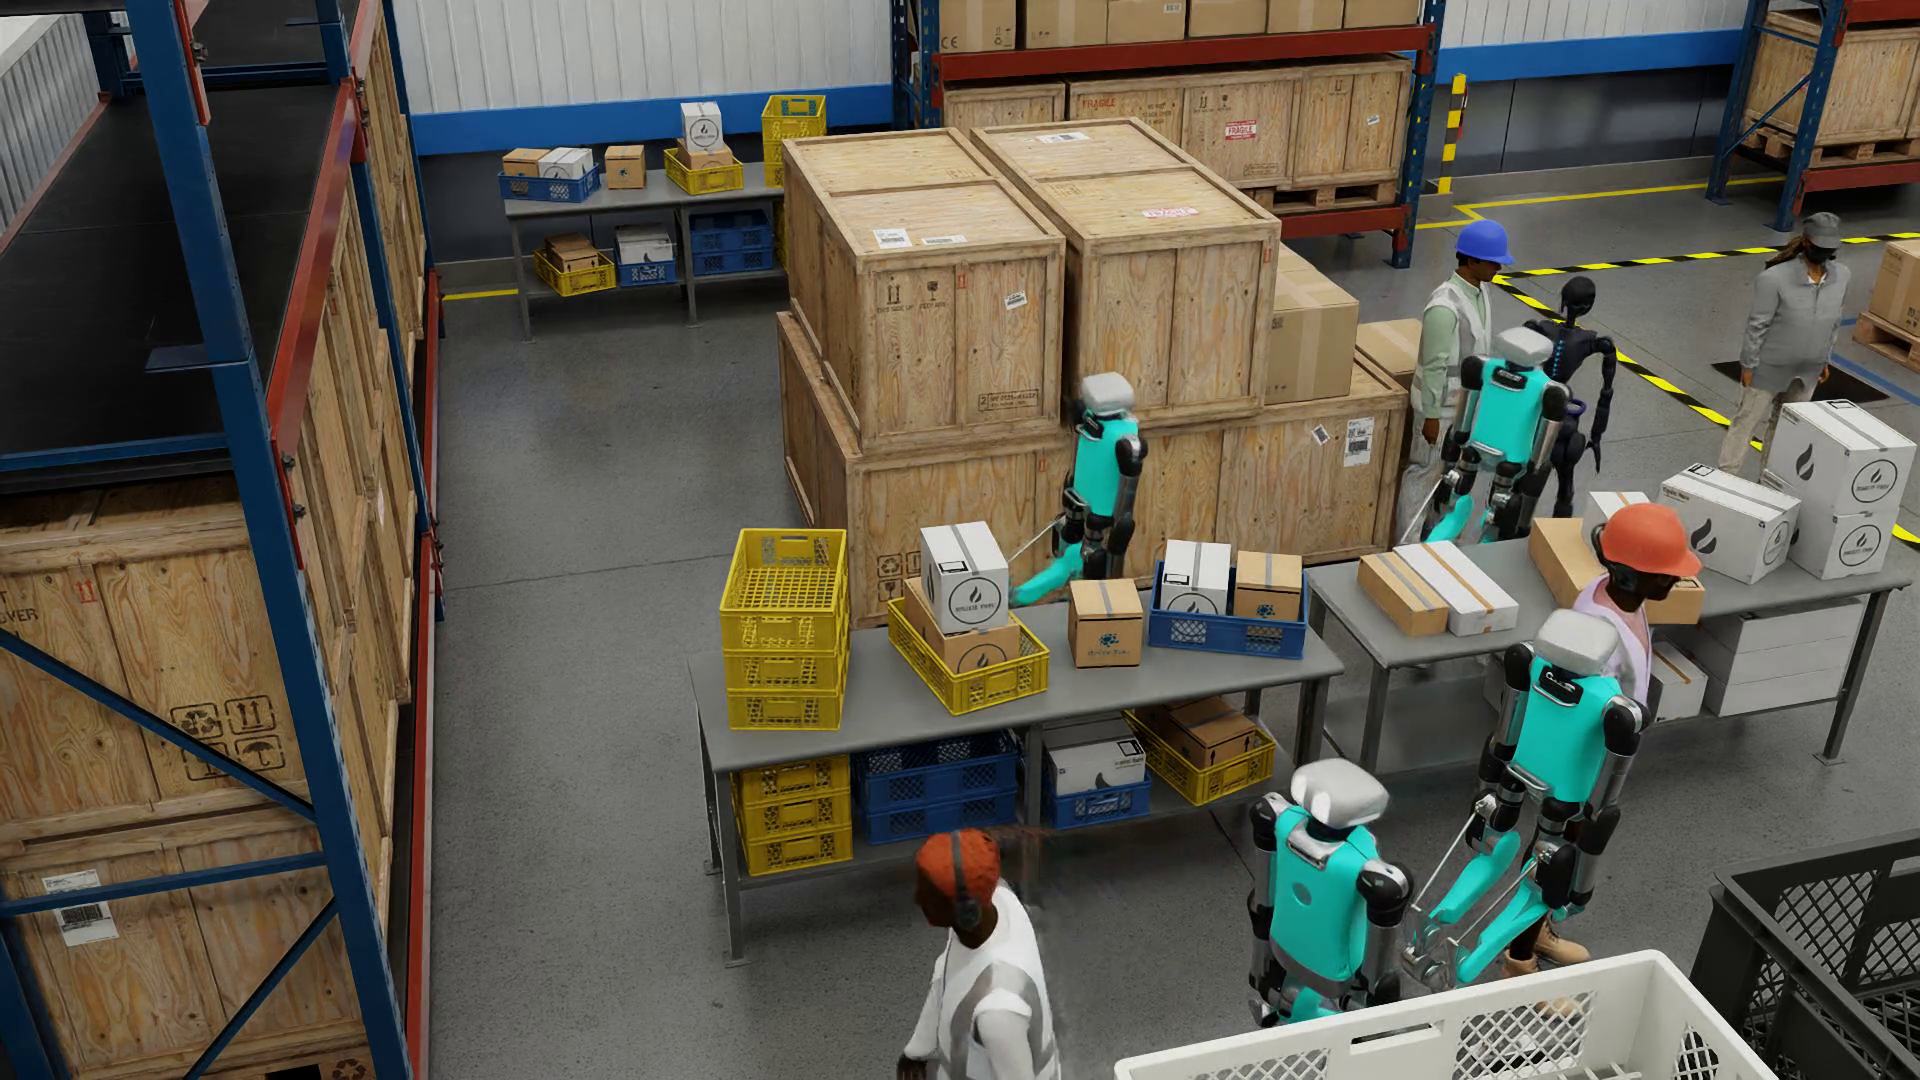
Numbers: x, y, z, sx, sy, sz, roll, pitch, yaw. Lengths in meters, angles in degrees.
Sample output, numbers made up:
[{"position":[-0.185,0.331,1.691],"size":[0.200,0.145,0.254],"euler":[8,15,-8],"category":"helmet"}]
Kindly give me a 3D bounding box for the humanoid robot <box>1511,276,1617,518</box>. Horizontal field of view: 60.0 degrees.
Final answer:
[{"position":[3.089,-0.603,8.747],"size":[0.608,1.655,0.342],"euler":[16,33,26],"category":"humanoid robot"}]

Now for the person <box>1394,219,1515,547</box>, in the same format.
[{"position":[2.577,-0.747,8.746],"size":[0.412,1.939,0.602],"euler":[19,34,31],"category":"person"}]

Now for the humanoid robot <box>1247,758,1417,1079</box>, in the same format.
[{"position":[1.213,1.383,5.096],"size":[0.683,1.818,0.540],"euler":[-21,35,-33],"category":"humanoid robot"}]

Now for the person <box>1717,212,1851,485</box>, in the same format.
[{"position":[4.638,-0.998,9.372],"size":[0.572,1.768,0.396],"euler":[-5,29,-9],"category":"person"}]

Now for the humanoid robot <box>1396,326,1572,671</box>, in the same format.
[{"position":[2.362,-0.079,7.764],"size":[0.785,1.804,0.553],"euler":[-24,37,-37],"category":"humanoid robot"}]

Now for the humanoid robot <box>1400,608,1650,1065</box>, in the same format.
[{"position":[1.769,1.057,5.533],"size":[0.735,1.681,0.533],"euler":[-15,32,-26],"category":"humanoid robot"}]

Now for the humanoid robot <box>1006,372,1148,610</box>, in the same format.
[{"position":[0.359,0.148,7.394],"size":[1.022,1.783,0.541],"euler":[-12,31,-21],"category":"humanoid robot"}]

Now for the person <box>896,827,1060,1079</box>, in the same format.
[{"position":[-0.027,1.561,4.639],"size":[0.858,1.848,0.568],"euler":[1,29,1],"category":"person"}]

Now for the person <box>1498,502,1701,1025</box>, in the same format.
[{"position":[2.227,0.776,5.871],"size":[0.390,2.044,0.607],"euler":[14,32,24],"category":"person"}]
